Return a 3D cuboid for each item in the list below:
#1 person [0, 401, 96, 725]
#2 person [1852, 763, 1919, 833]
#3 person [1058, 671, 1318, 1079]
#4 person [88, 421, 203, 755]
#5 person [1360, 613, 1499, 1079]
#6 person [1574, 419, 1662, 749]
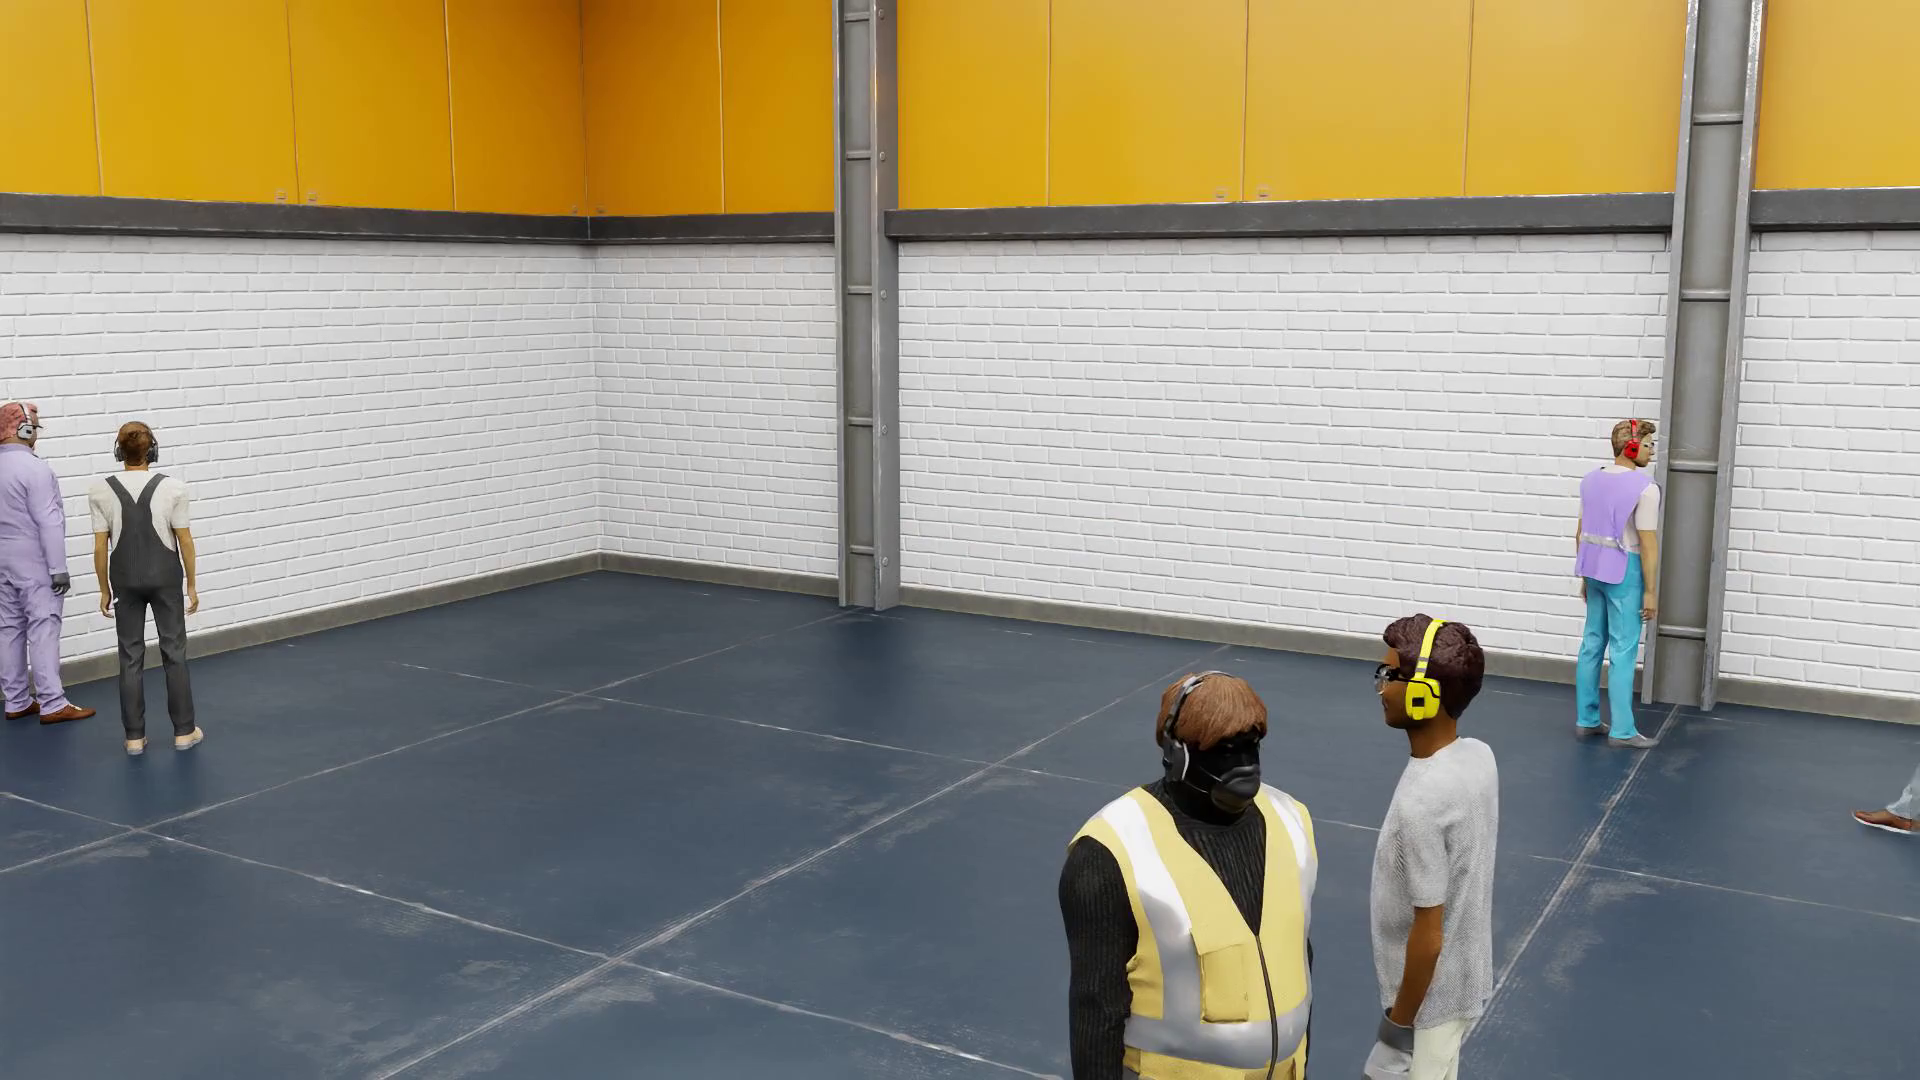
[{"bbox_3d":[-5.477,0.136,9.802,0.640,1.905,0.410,4,10,24],"label":"person"},{"bbox_3d":[4.652,0.651,7.596,0.848,1.583,0.506,5,10,28],"label":"person"},{"bbox_3d":[0.513,1.178,3.494,0.627,1.844,0.429,-6,11,-31],"label":"person"},{"bbox_3d":[-4.483,0.264,9.183,0.509,1.846,0.342,-3,10,-18],"label":"person"},{"bbox_3d":[1.075,1.093,3.932,0.324,1.872,0.509,5,10,28],"label":"person"},{"bbox_3d":[3.665,0.244,9.318,0.396,1.841,0.565,-3,10,-20],"label":"person"}]
